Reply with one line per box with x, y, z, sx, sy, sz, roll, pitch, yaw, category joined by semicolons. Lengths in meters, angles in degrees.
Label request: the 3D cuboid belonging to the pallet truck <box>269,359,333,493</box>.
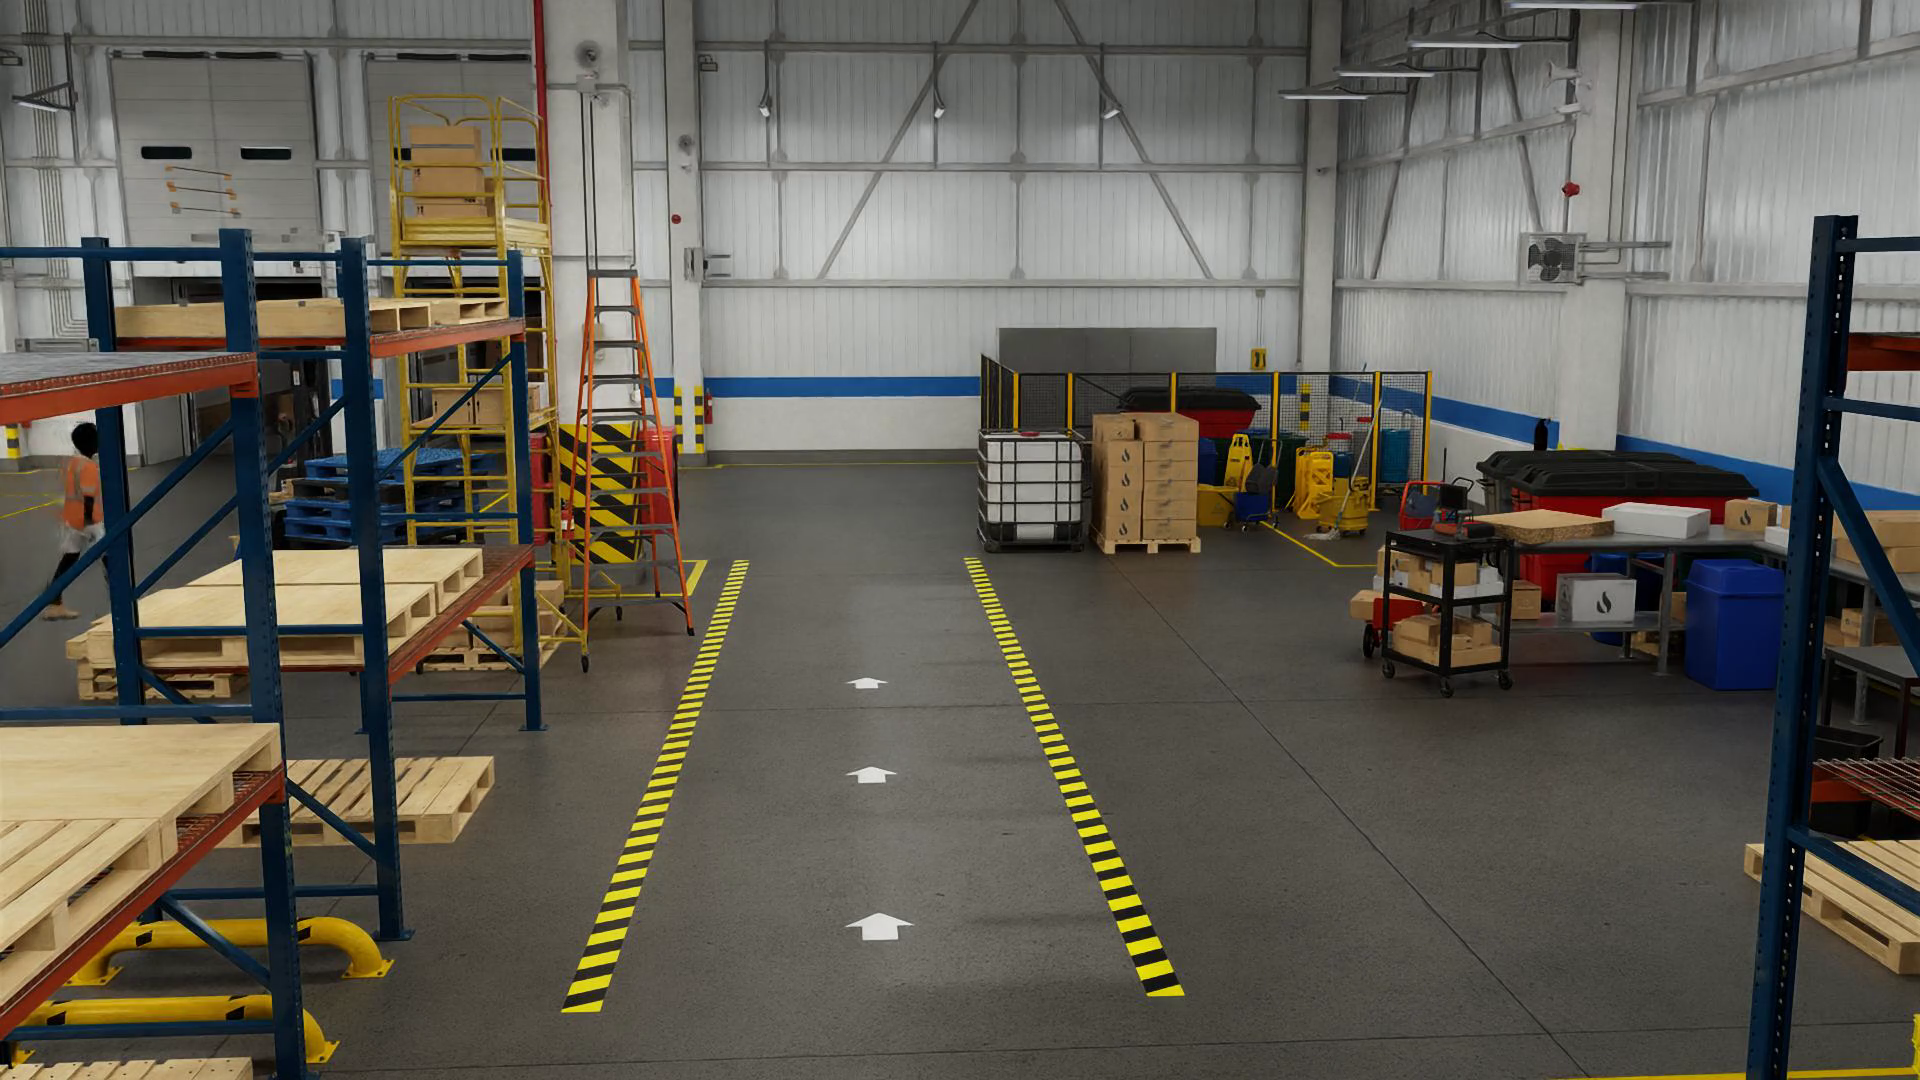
-7.062;-1.131;18.996;1.885;1.965;0.823;2;9;13;pallet truck

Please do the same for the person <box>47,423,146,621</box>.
-7.289;-0.161;13.978;0.881;1.640;0.549;-9;13;-44;person
